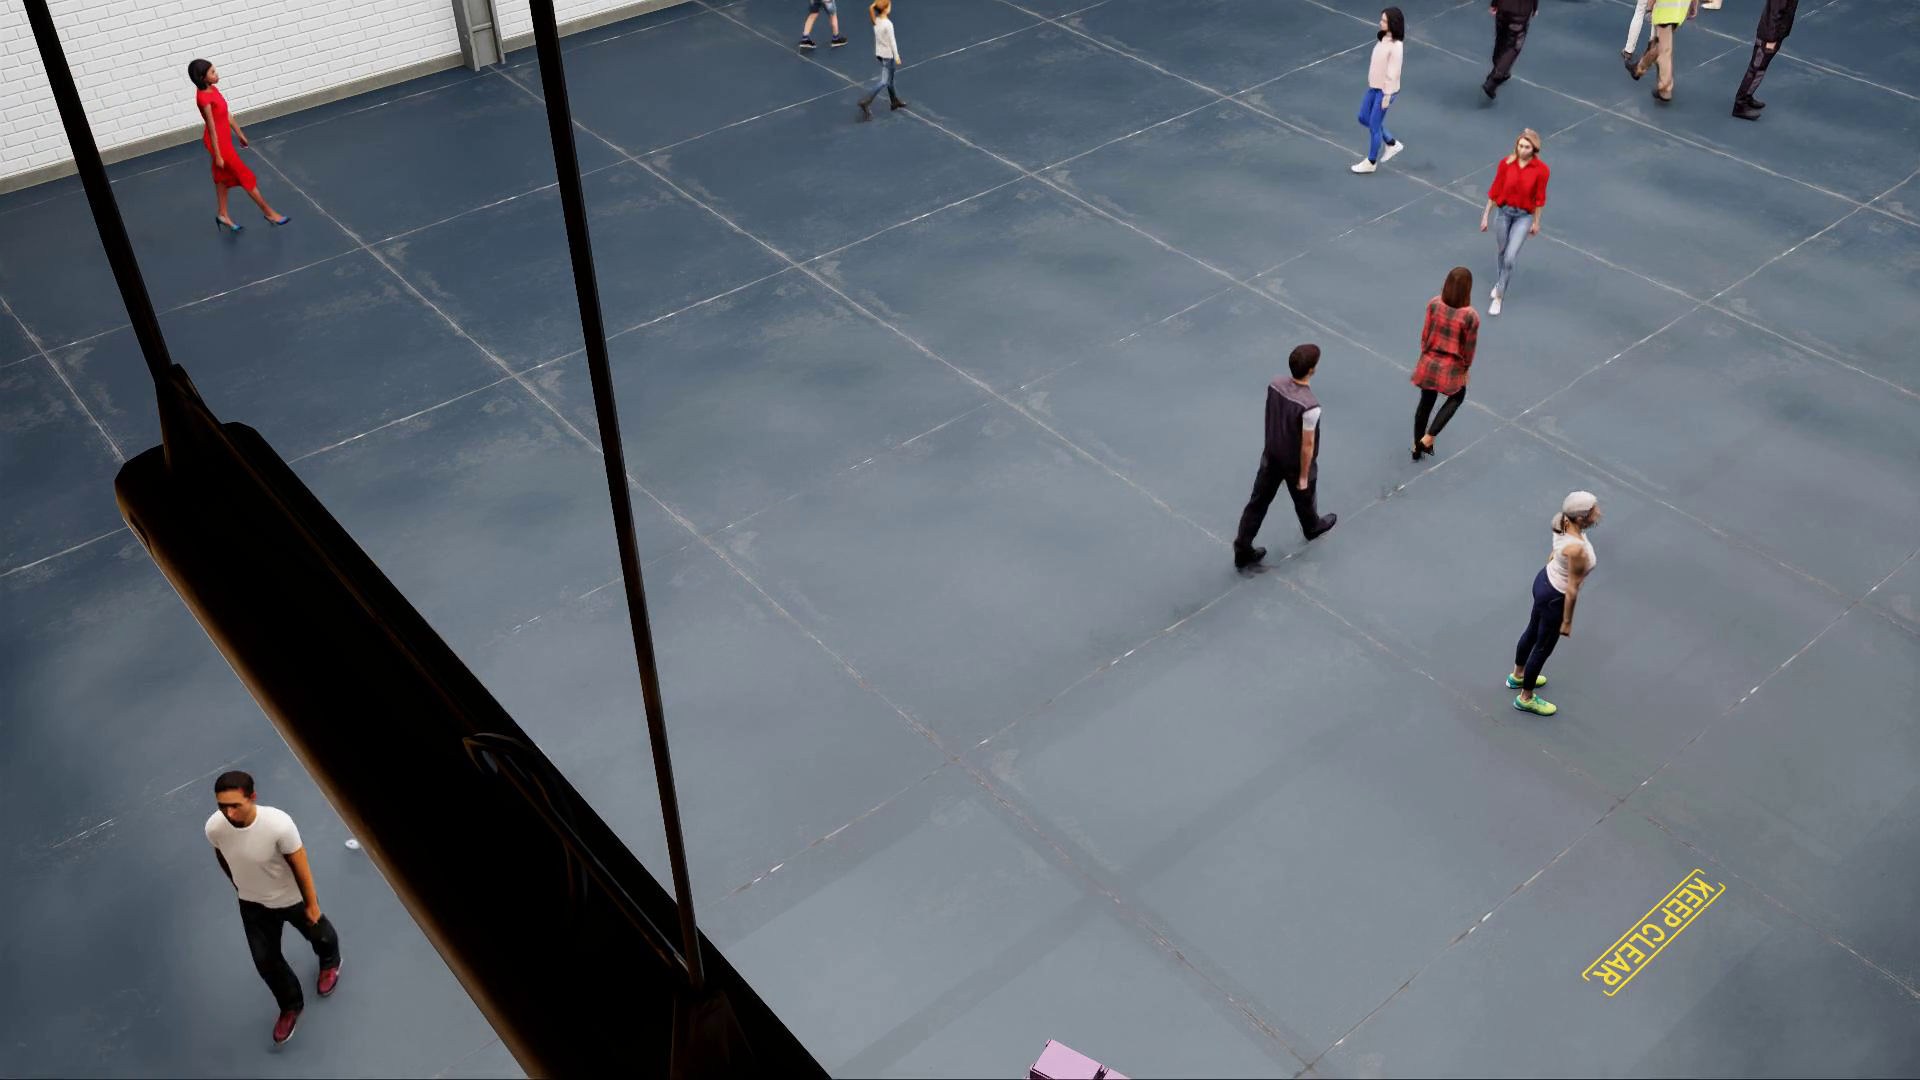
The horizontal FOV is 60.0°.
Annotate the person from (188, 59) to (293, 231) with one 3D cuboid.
[{"bbox_3d":[-7.140,-3.734,15.896,1.036,1.718,0.858,-9,39,-11],"label":"person"}]

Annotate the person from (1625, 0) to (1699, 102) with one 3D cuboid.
[{"bbox_3d":[7.855,-5.740,18.351,1.239,1.789,1.053,-11,40,-14],"label":"person"}]

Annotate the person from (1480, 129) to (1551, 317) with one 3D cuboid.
[{"bbox_3d":[4.979,-2.913,14.897,0.819,1.681,0.962,20,43,23],"label":"person"}]

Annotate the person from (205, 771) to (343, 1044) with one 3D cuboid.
[{"bbox_3d":[-3.622,1.811,8.903,0.934,1.781,0.970,-2,39,-3],"label":"person"}]

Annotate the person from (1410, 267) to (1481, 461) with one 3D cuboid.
[{"bbox_3d":[3.698,-1.311,12.884,0.658,1.690,0.657,30,48,32],"label":"person"}]

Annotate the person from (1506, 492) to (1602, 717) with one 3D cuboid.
[{"bbox_3d":[3.832,0.383,10.753,0.726,1.702,0.673,2,39,2],"label":"person"}]

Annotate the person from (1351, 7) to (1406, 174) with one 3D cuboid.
[{"bbox_3d":[4.375,-4.555,16.893,0.922,1.757,0.853,-3,39,-4],"label":"person"}]

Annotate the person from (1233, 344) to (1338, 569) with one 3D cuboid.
[{"bbox_3d":[2.257,-0.550,11.840,1.163,1.803,0.740,-25,45,-27],"label":"person"}]

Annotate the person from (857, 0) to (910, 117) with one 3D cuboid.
[{"bbox_3d":[-0.860,-5.250,18.131,0.910,1.298,0.568,-20,43,-23],"label":"person"}]

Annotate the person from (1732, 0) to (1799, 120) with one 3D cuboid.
[{"bbox_3d":[8.778,-5.506,18.018,0.836,1.839,0.654,18,42,21],"label":"person"}]

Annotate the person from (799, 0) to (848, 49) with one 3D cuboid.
[{"bbox_3d":[-1.703,-6.460,19.537,0.863,1.435,0.563,-30,48,-32],"label":"person"}]

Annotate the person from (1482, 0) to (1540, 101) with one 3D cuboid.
[{"bbox_3d":[6.087,-5.811,18.363,1.109,1.885,0.703,-30,48,-32],"label":"person"}]
